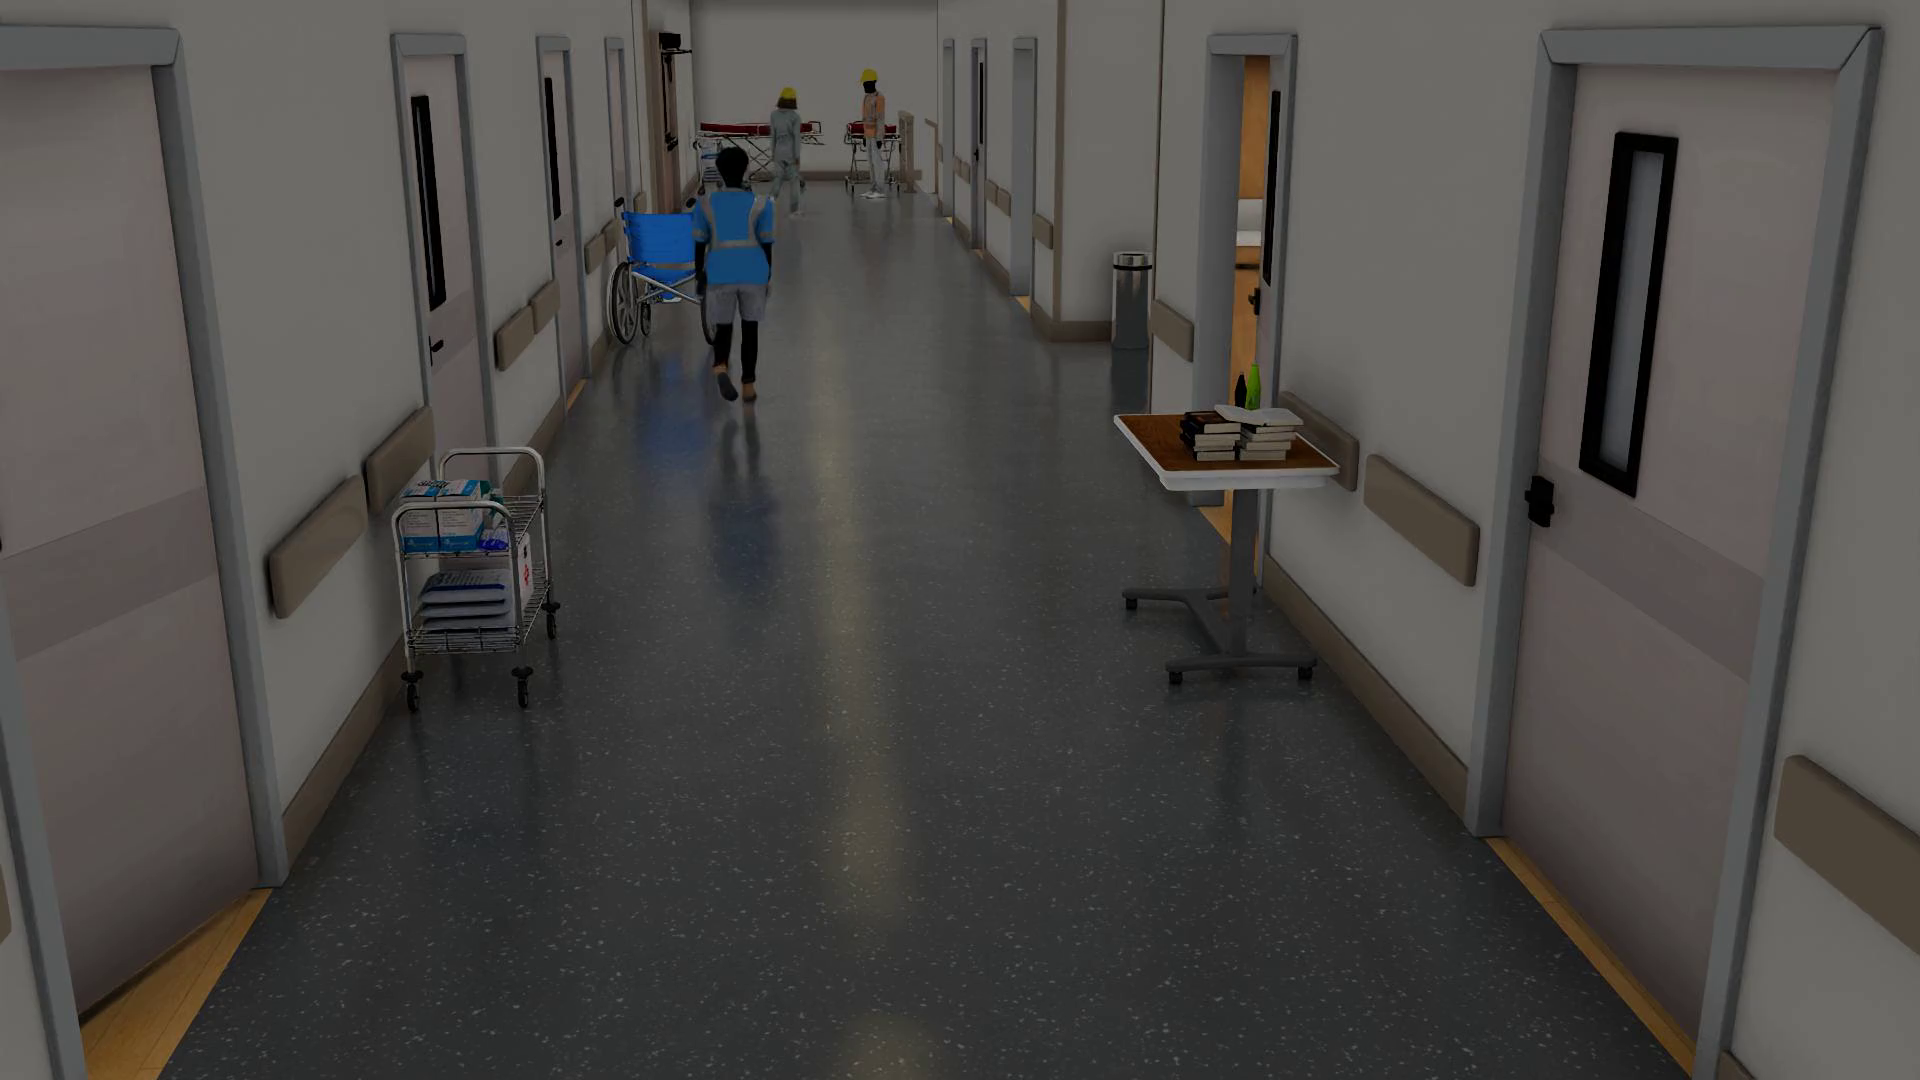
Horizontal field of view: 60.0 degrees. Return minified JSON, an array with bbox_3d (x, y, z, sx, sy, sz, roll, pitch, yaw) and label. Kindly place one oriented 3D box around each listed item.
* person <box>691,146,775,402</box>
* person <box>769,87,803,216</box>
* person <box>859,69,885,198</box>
[{"bbox_3d":[-1.455,-1.675,10.702,0.539,1.669,0.603,-1,17,-2],"label":"person"},{"bbox_3d":[-2.370,-5.237,22.485,0.493,1.727,0.598,7,18,22],"label":"person"},{"bbox_3d":[-1.334,-6.161,25.257,0.394,1.918,0.585,-8,18,-24],"label":"person"}]
